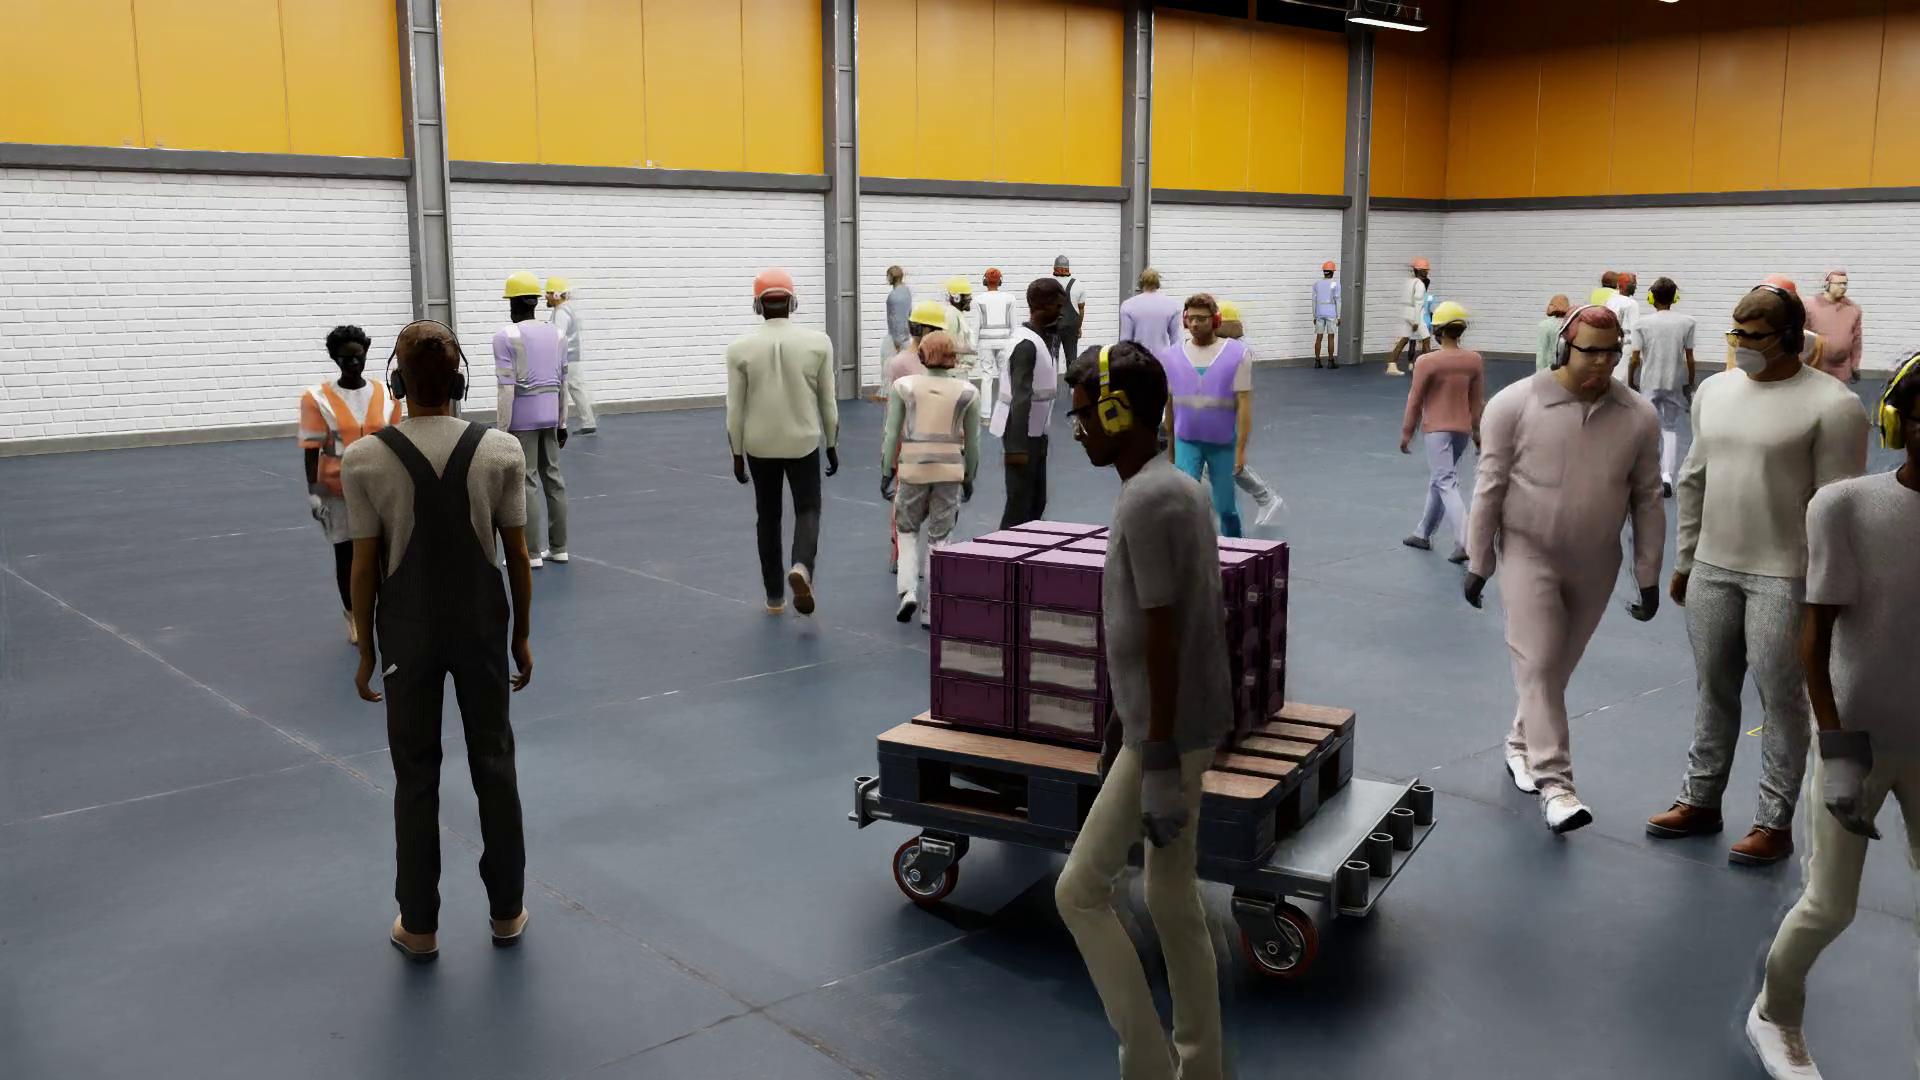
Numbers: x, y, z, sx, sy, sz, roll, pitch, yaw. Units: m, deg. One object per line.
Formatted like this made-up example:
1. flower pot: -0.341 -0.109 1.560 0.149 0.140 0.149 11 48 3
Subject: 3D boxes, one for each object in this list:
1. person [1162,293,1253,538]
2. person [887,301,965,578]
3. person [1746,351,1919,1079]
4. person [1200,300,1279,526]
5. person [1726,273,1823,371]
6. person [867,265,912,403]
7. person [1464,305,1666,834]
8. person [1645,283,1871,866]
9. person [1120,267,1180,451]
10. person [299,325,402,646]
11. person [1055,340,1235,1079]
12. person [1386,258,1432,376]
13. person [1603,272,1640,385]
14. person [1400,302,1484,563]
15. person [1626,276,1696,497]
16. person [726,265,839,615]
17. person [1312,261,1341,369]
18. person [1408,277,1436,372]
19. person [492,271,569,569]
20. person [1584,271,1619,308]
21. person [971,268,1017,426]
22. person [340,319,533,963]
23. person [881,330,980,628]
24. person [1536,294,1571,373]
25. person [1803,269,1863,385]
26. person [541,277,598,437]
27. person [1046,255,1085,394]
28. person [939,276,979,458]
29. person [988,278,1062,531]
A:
1. person: 1.505 -0.594 10.093 0.566 1.815 0.830 4 10 21
2. person: -0.268 -0.651 10.617 0.493 1.744 0.540 7 12 37
3. person: 2.139 0.484 3.797 0.494 1.841 0.725 0 10 2
4. person: 1.976 -0.905 12.209 0.839 1.711 0.492 -2 10 -9
5. person: 5.004 -0.679 10.305 0.551 1.914 0.589 4 10 21
6. person: -0.812 -2.820 22.840 0.899 1.912 0.641 3 10 19
7. person: 2.185 0.095 5.947 0.655 1.843 1.025 0 10 -3
8. person: 2.668 0.116 5.580 0.374 1.933 0.627 -5 11 -28
9. person: 1.958 -1.836 17.070 0.636 1.920 0.769 -1 10 -6
10. person: -3.038 -0.243 8.432 0.546 1.661 0.752 -6 11 -32
11. person: 0.434 0.468 3.802 0.494 1.831 0.560 4 10 21
12. person: 7.722 -3.751 28.064 1.053 1.990 0.611 -1 10 -8
13. person: 7.751 -2.241 19.639 0.927 1.850 0.586 -2 10 -11
14. person: 3.250 -0.727 11.131 0.536 1.722 0.897 -4 10 -21
15. person: 5.796 -1.244 13.770 0.555 1.854 0.402 2 10 10
16. person: -0.982 -0.526 9.211 0.628 1.972 0.684 -1 10 -3
17. person: 6.597 -4.040 29.893 0.545 1.938 0.362 7 12 34
18. person: 8.068 -3.771 29.152 0.540 1.651 0.868 5 11 27
19. person: -2.793 -0.773 10.794 0.375 1.925 0.595 6 12 33
20. person: 9.093 -2.826 23.178 0.899 1.803 0.638 -5 11 -26
21. person: 0.401 -2.305 19.898 0.572 1.883 0.354 -2 10 -14
22. person: -1.487 0.294 4.792 0.506 1.846 0.345 -4 11 -24
23. person: -0.158 -0.327 9.060 0.542 1.619 0.379 -1 10 -5
24. person: 6.377 -1.824 17.855 0.513 1.621 0.468 -1 10 -6
25. person: 8.656 -1.748 16.599 0.644 1.895 0.449 0 10 -2
26. person: -4.512 -2.027 18.544 0.935 1.779 0.596 -3 10 -16
27. person: 1.463 -3.140 24.323 0.682 2.000 0.537 -2 10 -12
28. person: -0.027 -1.710 16.585 0.428 1.818 0.617 1 10 5
29. person: 0.369 -0.575 9.745 0.407 1.899 0.758 2 10 14
